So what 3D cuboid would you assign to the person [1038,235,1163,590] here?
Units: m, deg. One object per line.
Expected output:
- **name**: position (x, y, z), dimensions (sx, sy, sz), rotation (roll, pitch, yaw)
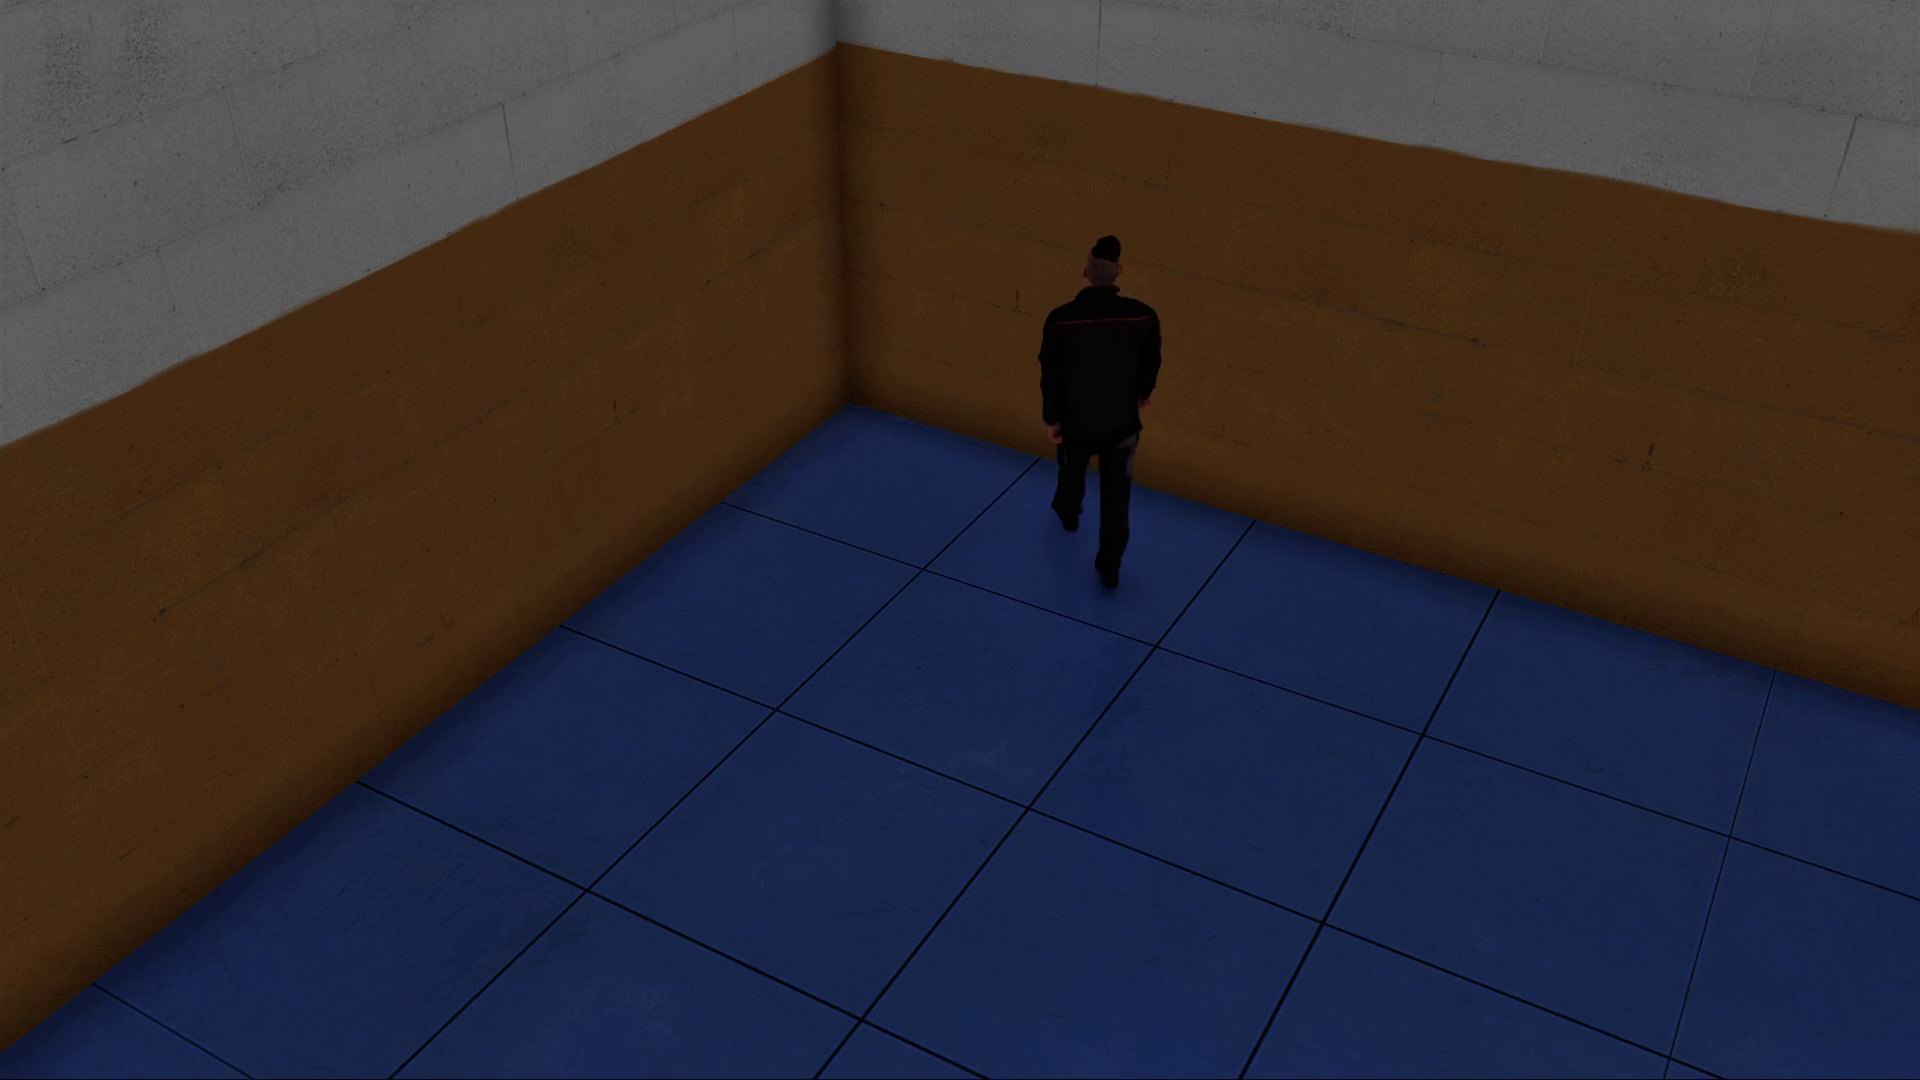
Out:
- **person**: position (0.714, -0.604, 8.194), dimensions (1.070, 1.826, 1.215), rotation (0, 34, 0)
